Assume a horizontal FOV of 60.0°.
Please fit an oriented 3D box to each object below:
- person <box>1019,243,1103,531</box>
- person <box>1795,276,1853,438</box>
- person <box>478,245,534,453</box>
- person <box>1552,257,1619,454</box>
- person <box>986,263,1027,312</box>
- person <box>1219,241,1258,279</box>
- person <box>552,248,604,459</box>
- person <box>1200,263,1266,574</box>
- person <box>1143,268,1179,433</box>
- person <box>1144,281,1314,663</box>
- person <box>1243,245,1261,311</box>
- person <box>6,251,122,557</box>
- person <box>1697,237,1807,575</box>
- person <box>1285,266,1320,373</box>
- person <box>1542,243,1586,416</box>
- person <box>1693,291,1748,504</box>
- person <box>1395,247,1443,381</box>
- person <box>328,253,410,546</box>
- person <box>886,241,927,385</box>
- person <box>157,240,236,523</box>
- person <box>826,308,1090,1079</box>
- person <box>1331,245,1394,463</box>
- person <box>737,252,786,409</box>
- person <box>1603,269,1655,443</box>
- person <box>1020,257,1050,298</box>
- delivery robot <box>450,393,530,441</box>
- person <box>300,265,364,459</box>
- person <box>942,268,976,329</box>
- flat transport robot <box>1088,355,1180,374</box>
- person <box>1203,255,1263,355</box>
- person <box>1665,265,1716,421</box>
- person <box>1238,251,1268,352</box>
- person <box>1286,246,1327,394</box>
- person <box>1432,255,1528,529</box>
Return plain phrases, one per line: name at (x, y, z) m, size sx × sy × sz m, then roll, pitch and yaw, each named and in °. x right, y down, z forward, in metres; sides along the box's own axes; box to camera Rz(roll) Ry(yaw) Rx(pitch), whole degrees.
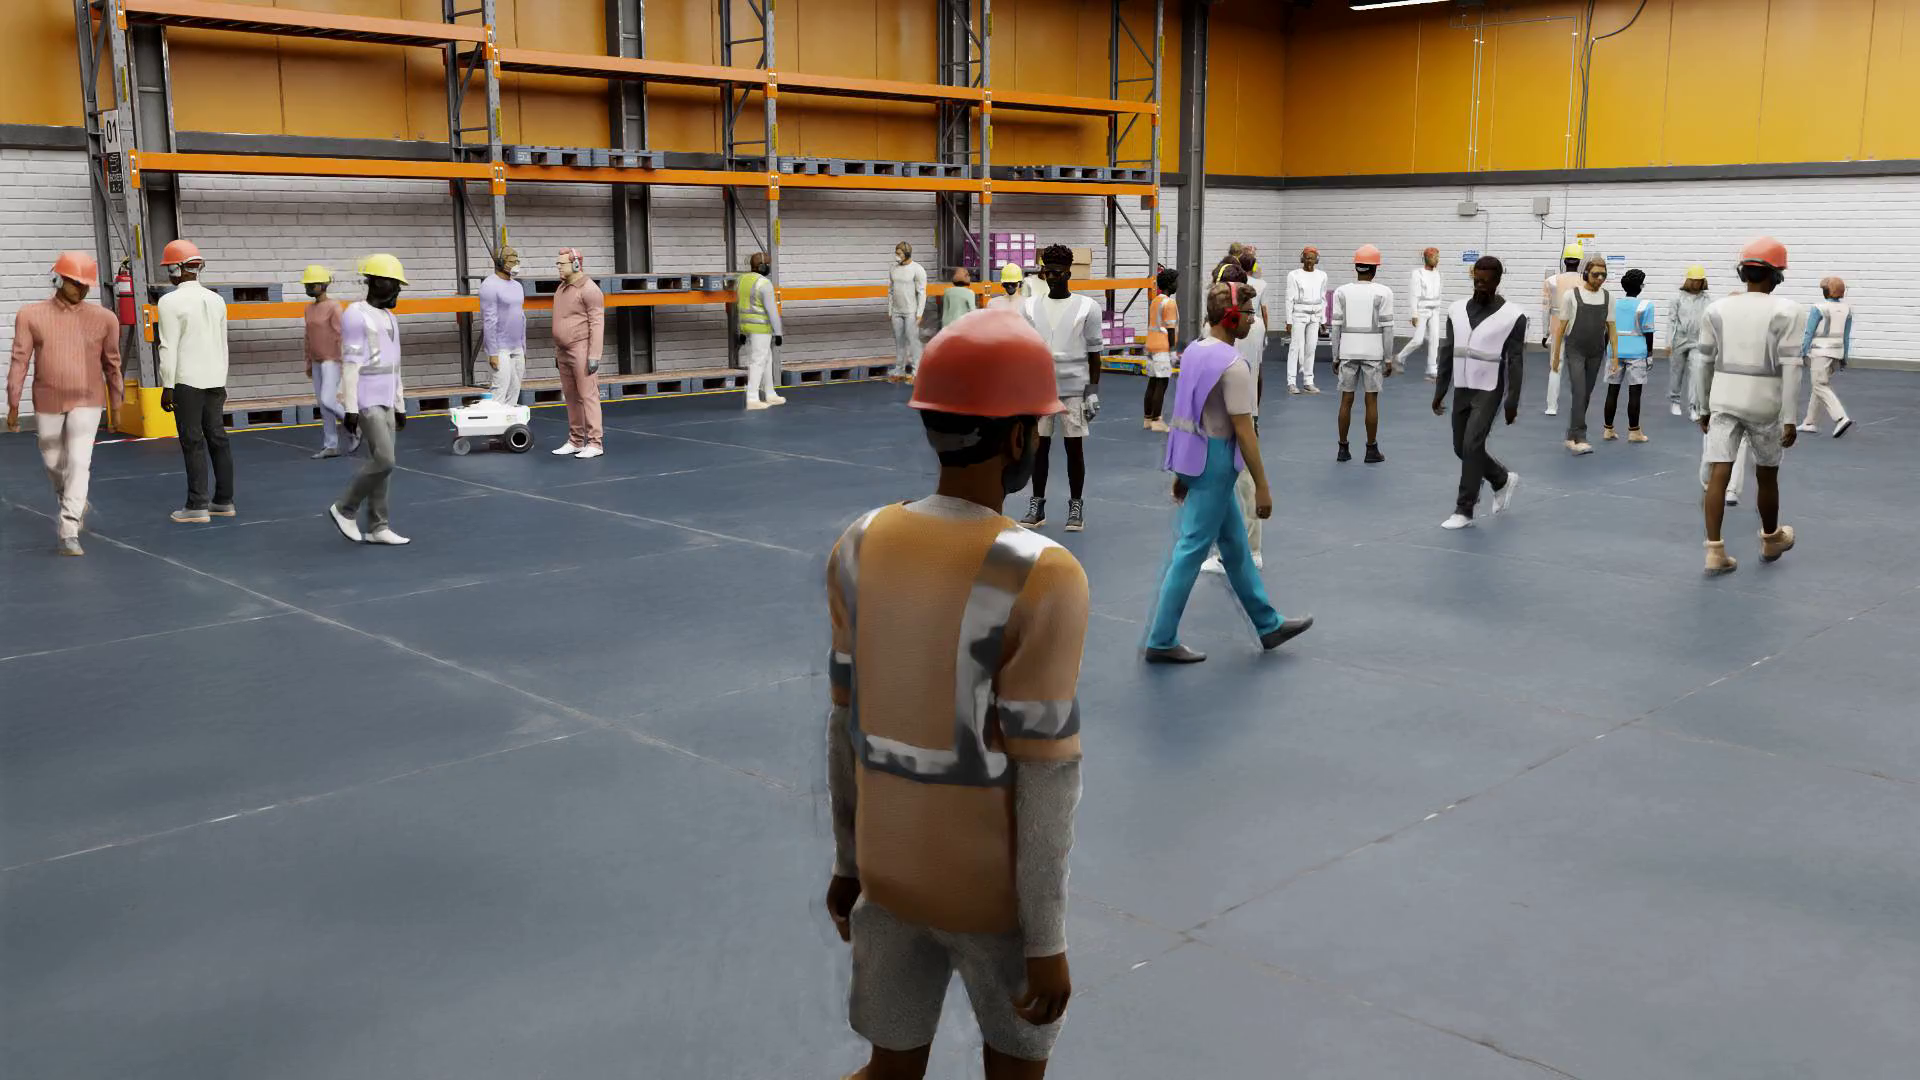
person at (0.668, -1.041, 11.425) m, size 0.613 × 1.965 × 0.361 m, roll 3°, pitch 11°, yaw 18°
person at (8.797, -1.852, 16.802) m, size 0.524 × 1.614 × 0.773 m, roll -4°, pitch 11°, yaw -22°
person at (-4.247, -1.774, 15.539) m, size 0.369 × 1.932 × 0.623 m, roll 3°, pitch 11°, yaw 17°
person at (5.817, -1.681, 15.322) m, size 0.533 × 1.810 × 0.833 m, roll -1°, pitch 10°, yaw -5°
person at (0.479, -1.725, 15.723) m, size 0.522 × 1.762 × 0.320 m, roll 2°, pitch 11°, yaw 12°
person at (4.184, -3.556, 25.221) m, size 0.639 × 1.928 × 0.430 m, roll 1°, pitch 10°, yaw 7°
person at (-3.516, -1.699, 15.176) m, size 0.651 × 1.906 × 0.403 m, roll 10°, pitch 15°, yaw 44°
person at (1.623, -0.725, 10.008) m, size 0.506 × 1.861 × 0.329 m, roll -8°, pitch 13°, yaw -39°
person at (2.081, -1.948, 17.145) m, size 0.323 × 1.692 × 0.535 m, roll -2°, pitch 11°, yaw -10°
person at (1.304, -0.305, 7.844) m, size 0.939 × 1.795 × 0.597 m, roll -2°, pitch 11°, yaw -10°
person at (4.736, -4.017, 27.955) m, size 0.654 × 1.860 × 0.903 m, roll 8°, pitch 13°, yaw 37°
person at (-5.804, -0.913, 10.826) m, size 0.677 × 1.930 × 0.985 m, roll -4°, pitch 11°, yaw -22°
person at (4.815, -0.813, 10.078) m, size 0.635 × 2.000 × 0.983 m, roll 10°, pitch 14°, yaw 44°
person at (5.091, -3.267, 24.600) m, size 0.501 × 1.591 × 0.858 m, roll 0°, pitch 10°, yaw -2°
person at (6.815, -2.344, 18.633) m, size 0.587 × 1.928 × 0.363 m, roll 4°, pitch 11°, yaw 20°
person at (5.907, -1.095, 12.736) m, size 0.545 × 1.588 × 0.867 m, roll 4°, pitch 11°, yaw 21°
person at (6.498, -3.175, 23.355) m, size 0.585 × 1.862 × 0.759 m, roll -5°, pitch 12°, yaw -25°
person at (-3.807, -0.899, 10.813) m, size 0.470 × 1.902 × 0.632 m, roll 2°, pitch 10°, yaw 8°
person at (-0.736, -3.076, 22.612) m, size 0.627 × 1.935 × 0.372 m, roll 9°, pitch 13°, yaw 39°
person at (-5.440, -1.121, 11.809) m, size 0.401 × 1.990 × 0.618 m, roll 3°, pitch 11°, yaw 15°
person at (-0.087, 0.573, 2.812) m, size 0.557 × 1.911 × 0.812 m, roll 10°, pitch 14°, yaw 42°
person at (3.591, -1.653, 14.840) m, size 0.552 × 1.937 × 0.356 m, roll 5°, pitch 12°, yaw 27°
person at (-2.248, -2.445, 19.490) m, size 0.768 × 1.814 × 0.650 m, roll -7°, pitch 13°, yaw -35°
person at (6.540, -1.797, 16.281) m, size 0.319 × 1.697 × 0.532 m, roll -9°, pitch 14°, yaw -40°
person at (1.096, -3.004, 22.668) m, size 0.597 × 1.784 × 0.962 m, roll 1°, pitch 10°, yaw 6°
delivery robot at (-4.390, -1.134, 15.525) m, size 0.707 × 0.478 × 0.477 m, roll -4°, pitch 11°, yaw -20°
person at (-5.736, -1.609, 15.078) m, size 0.549 × 1.752 × 0.407 m, roll 7°, pitch 13°, yaw 35°
person at (0.027, -2.824, 22.182) m, size 0.534 × 1.583 × 0.850 m, roll 9°, pitch 14°, yaw 40°
flat transport robot at (2.567, -2.594, 24.516) m, size 0.652 × 0.197 × 1.431 m, roll -10°, pitch 14°, yaw -44°
person at (2.747, -1.940, 16.751) m, size 0.540 × 1.816 × 0.977 m, roll 7°, pitch 12°, yaw 32°
person at (8.092, -2.193, 18.470) m, size 0.498 × 1.704 × 0.889 m, roll 3°, pitch 11°, yaw 14°
person at (3.171, -2.289, 18.566) m, size 0.526 × 1.854 × 0.634 m, roll 1°, pitch 10°, yaw 5°
person at (4.434, -2.809, 21.295) m, size 0.576 × 1.881 × 0.354 m, roll -3°, pitch 11°, yaw -18°
person at (3.665, -1.034, 11.600) m, size 0.781 × 1.889 × 0.603 m, roll -8°, pitch 13°, yaw -36°
